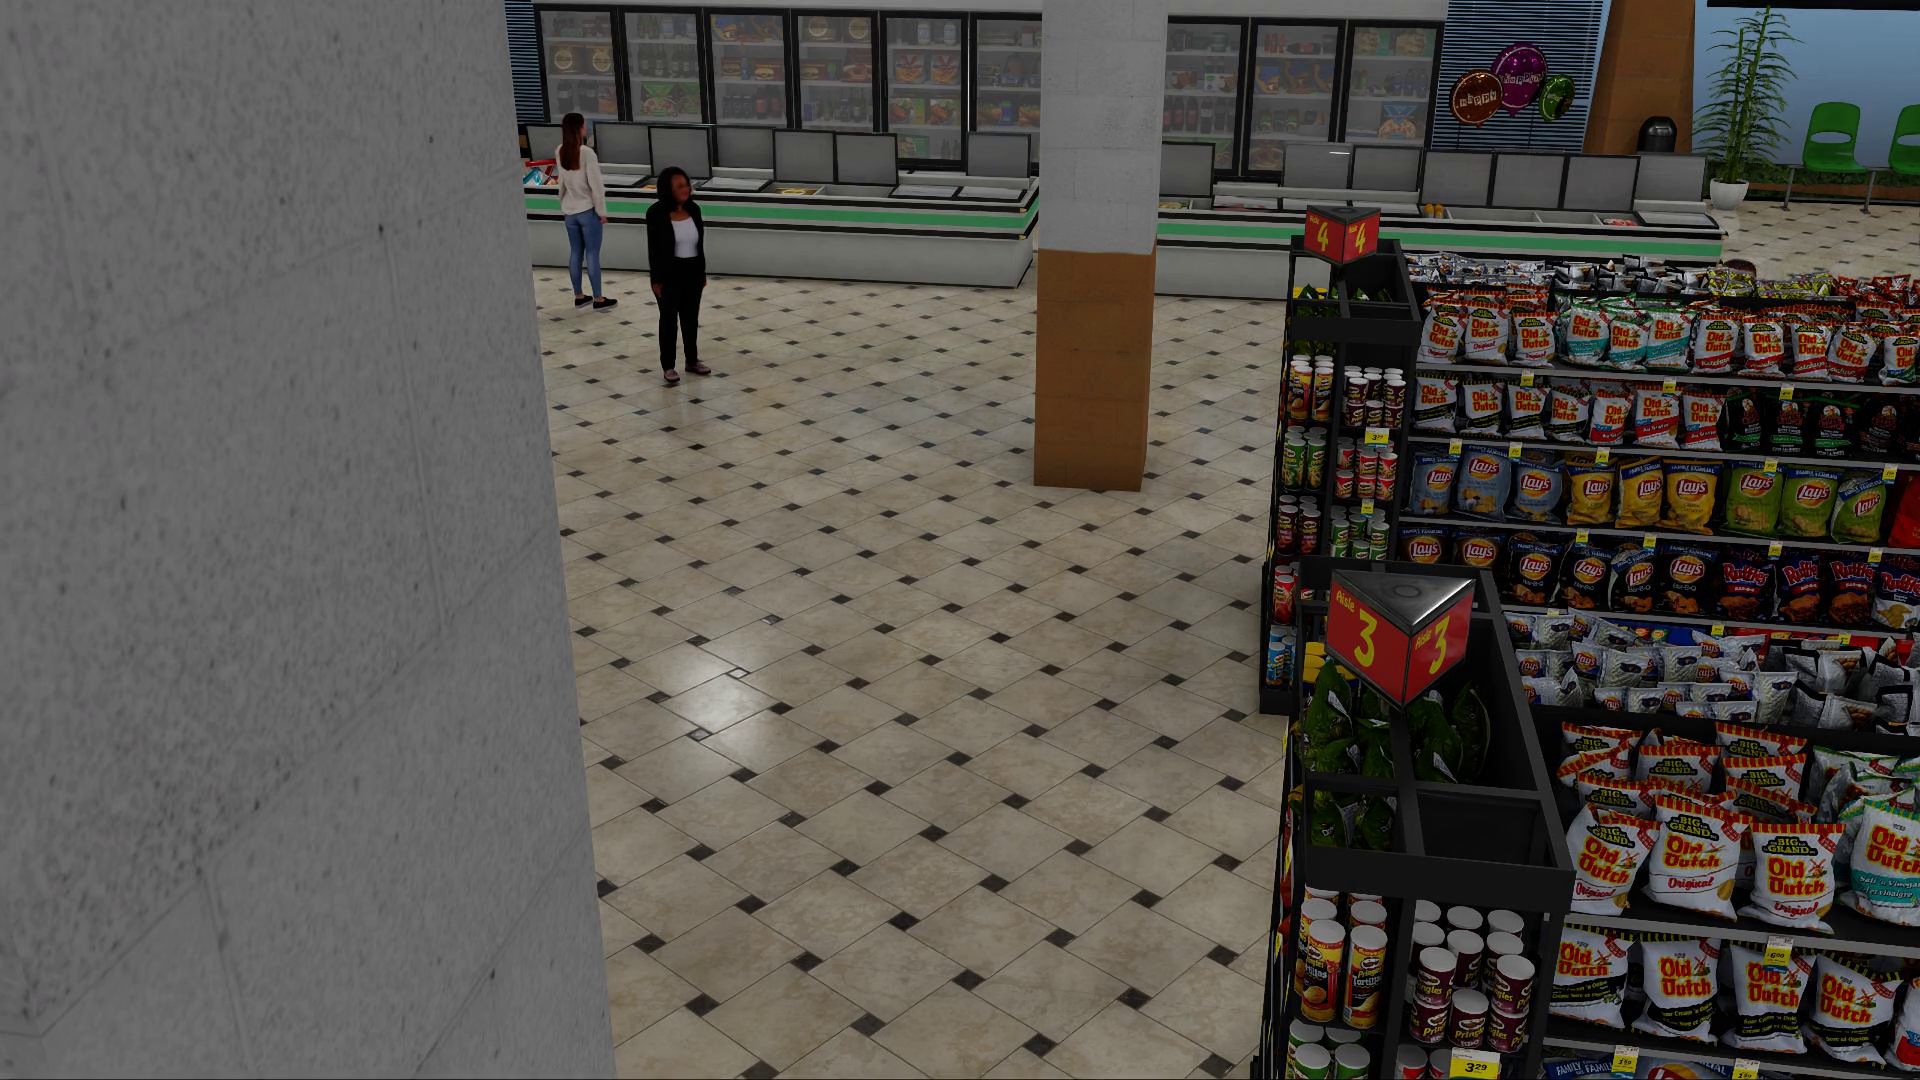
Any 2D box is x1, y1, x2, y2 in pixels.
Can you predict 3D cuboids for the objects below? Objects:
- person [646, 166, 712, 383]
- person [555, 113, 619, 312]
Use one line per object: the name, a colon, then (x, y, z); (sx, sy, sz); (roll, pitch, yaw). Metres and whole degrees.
person: (-2.142, -2.019, 12.611); (0.770, 1.615, 0.808); (-21, 31, -39)
person: (-3.263, -2.838, 14.389); (0.611, 1.691, 0.749); (14, 27, 28)
